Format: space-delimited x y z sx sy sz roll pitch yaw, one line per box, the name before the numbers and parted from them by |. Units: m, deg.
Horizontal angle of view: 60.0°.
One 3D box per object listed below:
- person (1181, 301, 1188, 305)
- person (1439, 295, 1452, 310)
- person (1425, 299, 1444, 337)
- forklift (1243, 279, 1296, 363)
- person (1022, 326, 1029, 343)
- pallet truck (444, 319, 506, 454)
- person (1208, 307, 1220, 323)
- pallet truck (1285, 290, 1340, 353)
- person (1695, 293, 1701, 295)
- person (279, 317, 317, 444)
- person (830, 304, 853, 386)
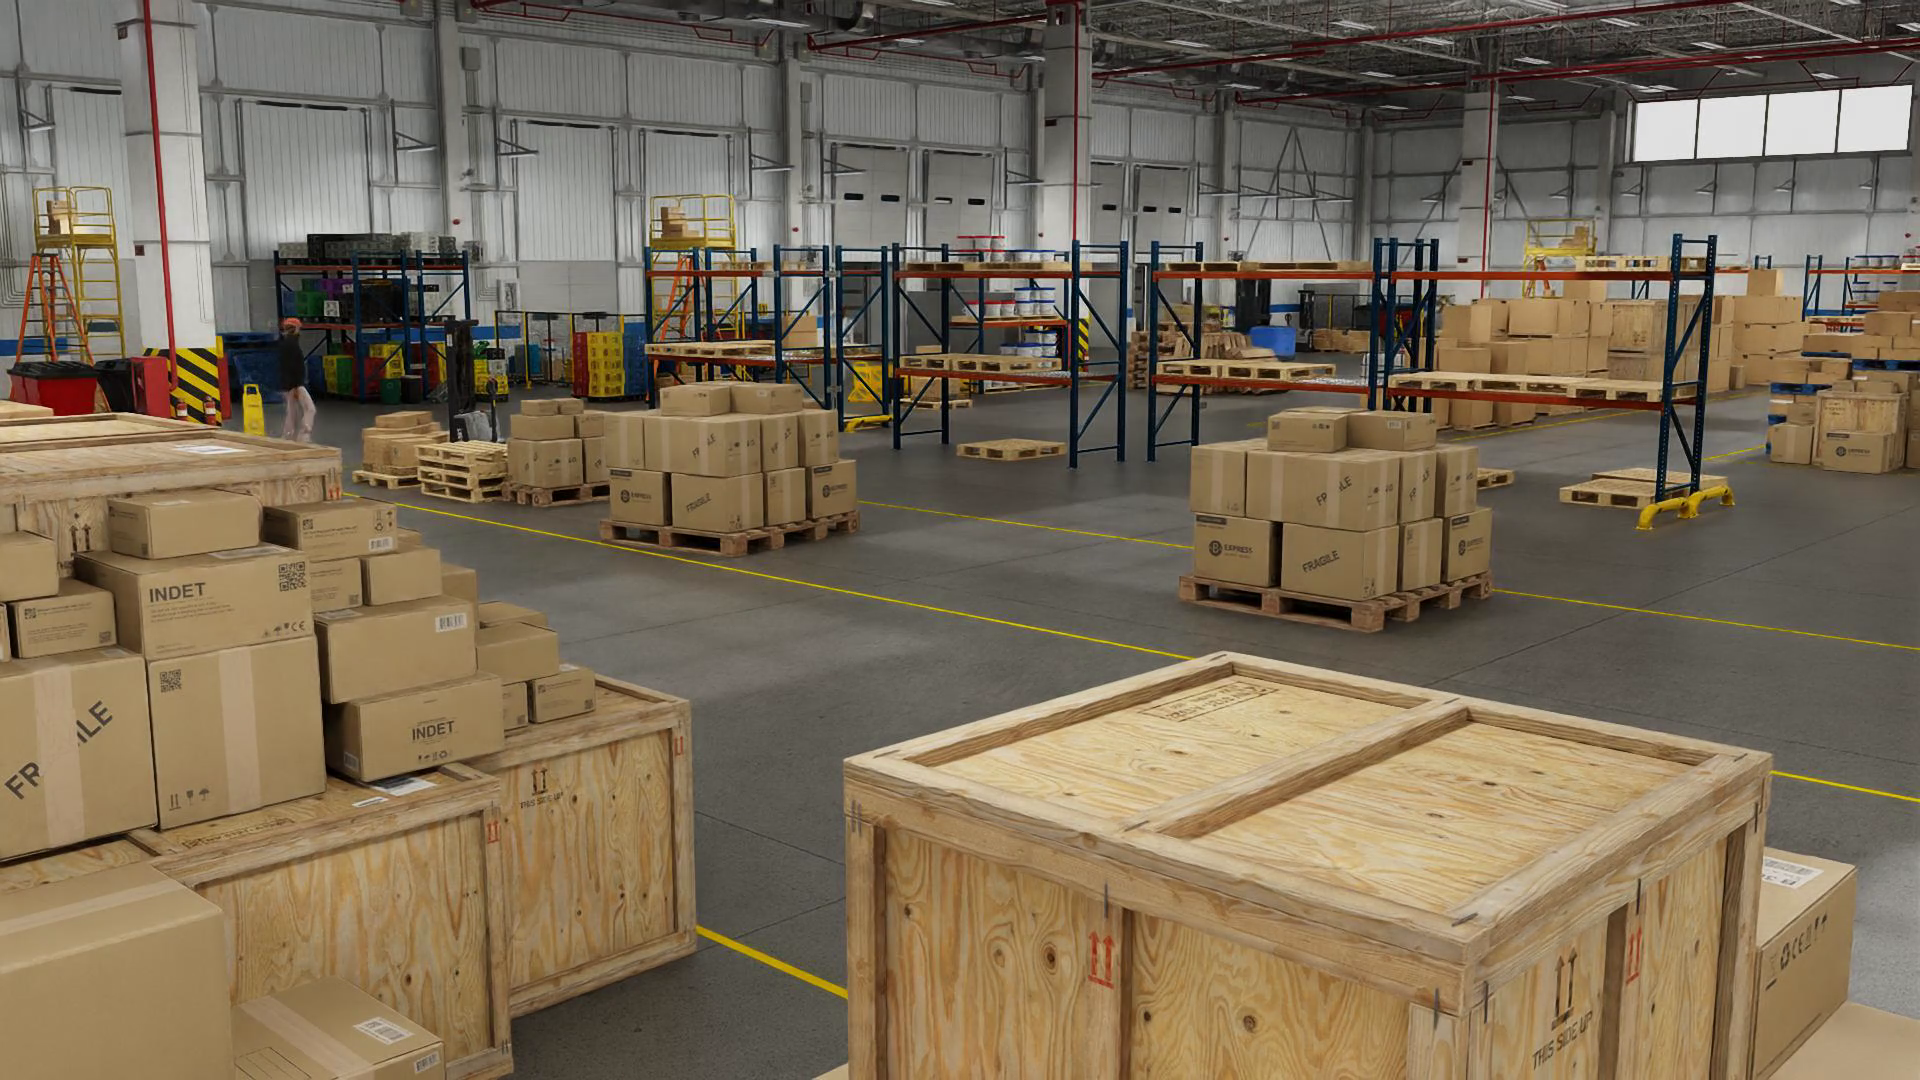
person | 7.188 -6.816 53.175 0.533 1.620 0.372 -1 9 -9
person | 13.909 -6.107 47.923 0.641 1.919 0.568 2 9 10
person | 11.819 -4.990 41.078 0.792 1.921 0.635 -8 12 -41
forklift | 8.123 -6.156 45.287 1.873 2.768 1.129 9 13 43
person | 1.742 -5.215 42.868 0.981 1.800 0.524 -1 9 -4
pallet truck | -6.981 -1.942 22.150 1.885 1.965 0.823 1 9 9
person | 6.335 -4.972 41.638 0.897 1.691 0.503 2 9 12
pallet truck | 11.297 -6.951 52.861 1.885 1.965 0.823 -5 11 -29
person | 22.454 -6.553 50.649 0.561 1.921 0.502 7 12 38
person | -9.568 -2.238 24.098 0.634 1.950 0.656 -7 12 -37
person | -2.710 -4.371 37.426 0.619 1.870 0.409 1 9 7
